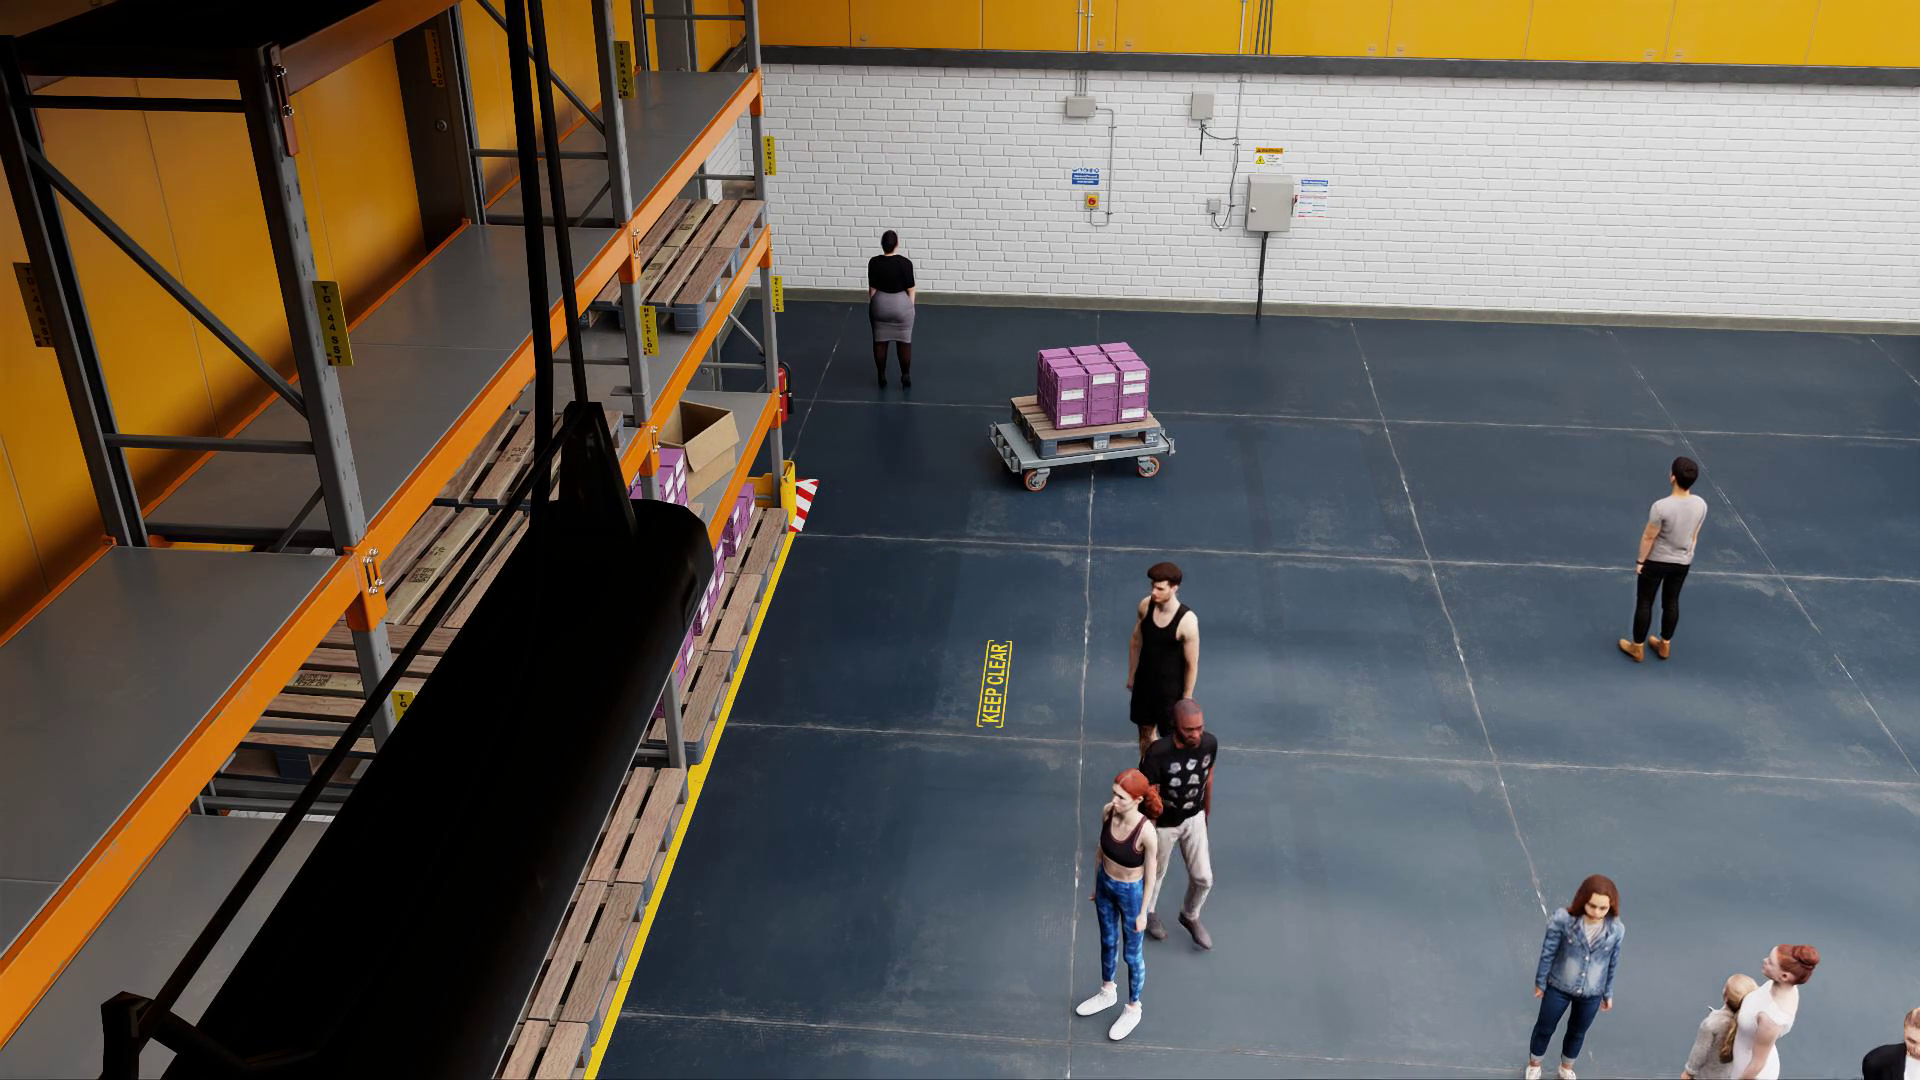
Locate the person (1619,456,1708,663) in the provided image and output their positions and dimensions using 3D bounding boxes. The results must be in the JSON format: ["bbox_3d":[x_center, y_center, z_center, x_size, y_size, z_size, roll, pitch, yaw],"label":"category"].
[{"bbox_3d":[5.513,0.149,12.963,0.620,1.718,0.572,-1,29,-2],"label":"person"}]

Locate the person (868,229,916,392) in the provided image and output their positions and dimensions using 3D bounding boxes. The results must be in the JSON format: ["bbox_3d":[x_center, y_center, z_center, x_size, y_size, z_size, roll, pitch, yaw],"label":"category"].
[{"bbox_3d":[-0.722,-2.442,17.668,0.674,1.761,0.623,4,29,8],"label":"person"}]

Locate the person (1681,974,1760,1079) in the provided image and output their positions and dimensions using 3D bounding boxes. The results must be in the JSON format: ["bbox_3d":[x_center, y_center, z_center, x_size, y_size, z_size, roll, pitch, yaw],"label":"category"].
[{"bbox_3d":[3.939,2.754,8.650,0.564,1.276,0.591,-6,29,-11],"label":"person"}]

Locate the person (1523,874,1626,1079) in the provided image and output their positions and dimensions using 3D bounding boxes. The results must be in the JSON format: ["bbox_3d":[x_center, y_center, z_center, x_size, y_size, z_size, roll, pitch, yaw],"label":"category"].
[{"bbox_3d":[3.344,2.418,9.059,0.574,1.473,0.509,4,29,8],"label":"person"}]

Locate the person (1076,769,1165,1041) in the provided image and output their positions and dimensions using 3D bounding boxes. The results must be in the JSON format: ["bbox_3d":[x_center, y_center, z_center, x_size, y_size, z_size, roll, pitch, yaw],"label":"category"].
[{"bbox_3d":[0.921,2.040,9.426,0.743,1.785,0.685,-23,36,-36],"label":"person"}]

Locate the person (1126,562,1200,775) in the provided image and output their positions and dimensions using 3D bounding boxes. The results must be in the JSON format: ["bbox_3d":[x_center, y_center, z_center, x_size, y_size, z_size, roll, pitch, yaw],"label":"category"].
[{"bbox_3d":[1.367,0.971,11.276,0.766,1.891,0.796,25,37,38],"label":"person"}]

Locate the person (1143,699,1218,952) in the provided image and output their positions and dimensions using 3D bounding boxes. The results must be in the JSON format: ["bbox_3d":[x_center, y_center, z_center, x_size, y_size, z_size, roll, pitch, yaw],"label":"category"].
[{"bbox_3d":[1.270,1.662,10.120,0.811,1.785,0.863,-8,30,-15],"label":"person"}]

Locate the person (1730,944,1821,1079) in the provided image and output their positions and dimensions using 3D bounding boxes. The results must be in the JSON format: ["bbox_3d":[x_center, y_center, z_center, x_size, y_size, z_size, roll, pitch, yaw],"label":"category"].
[{"bbox_3d":[3.942,2.673,8.258,0.692,1.792,0.556,16,33,27],"label":"person"}]
